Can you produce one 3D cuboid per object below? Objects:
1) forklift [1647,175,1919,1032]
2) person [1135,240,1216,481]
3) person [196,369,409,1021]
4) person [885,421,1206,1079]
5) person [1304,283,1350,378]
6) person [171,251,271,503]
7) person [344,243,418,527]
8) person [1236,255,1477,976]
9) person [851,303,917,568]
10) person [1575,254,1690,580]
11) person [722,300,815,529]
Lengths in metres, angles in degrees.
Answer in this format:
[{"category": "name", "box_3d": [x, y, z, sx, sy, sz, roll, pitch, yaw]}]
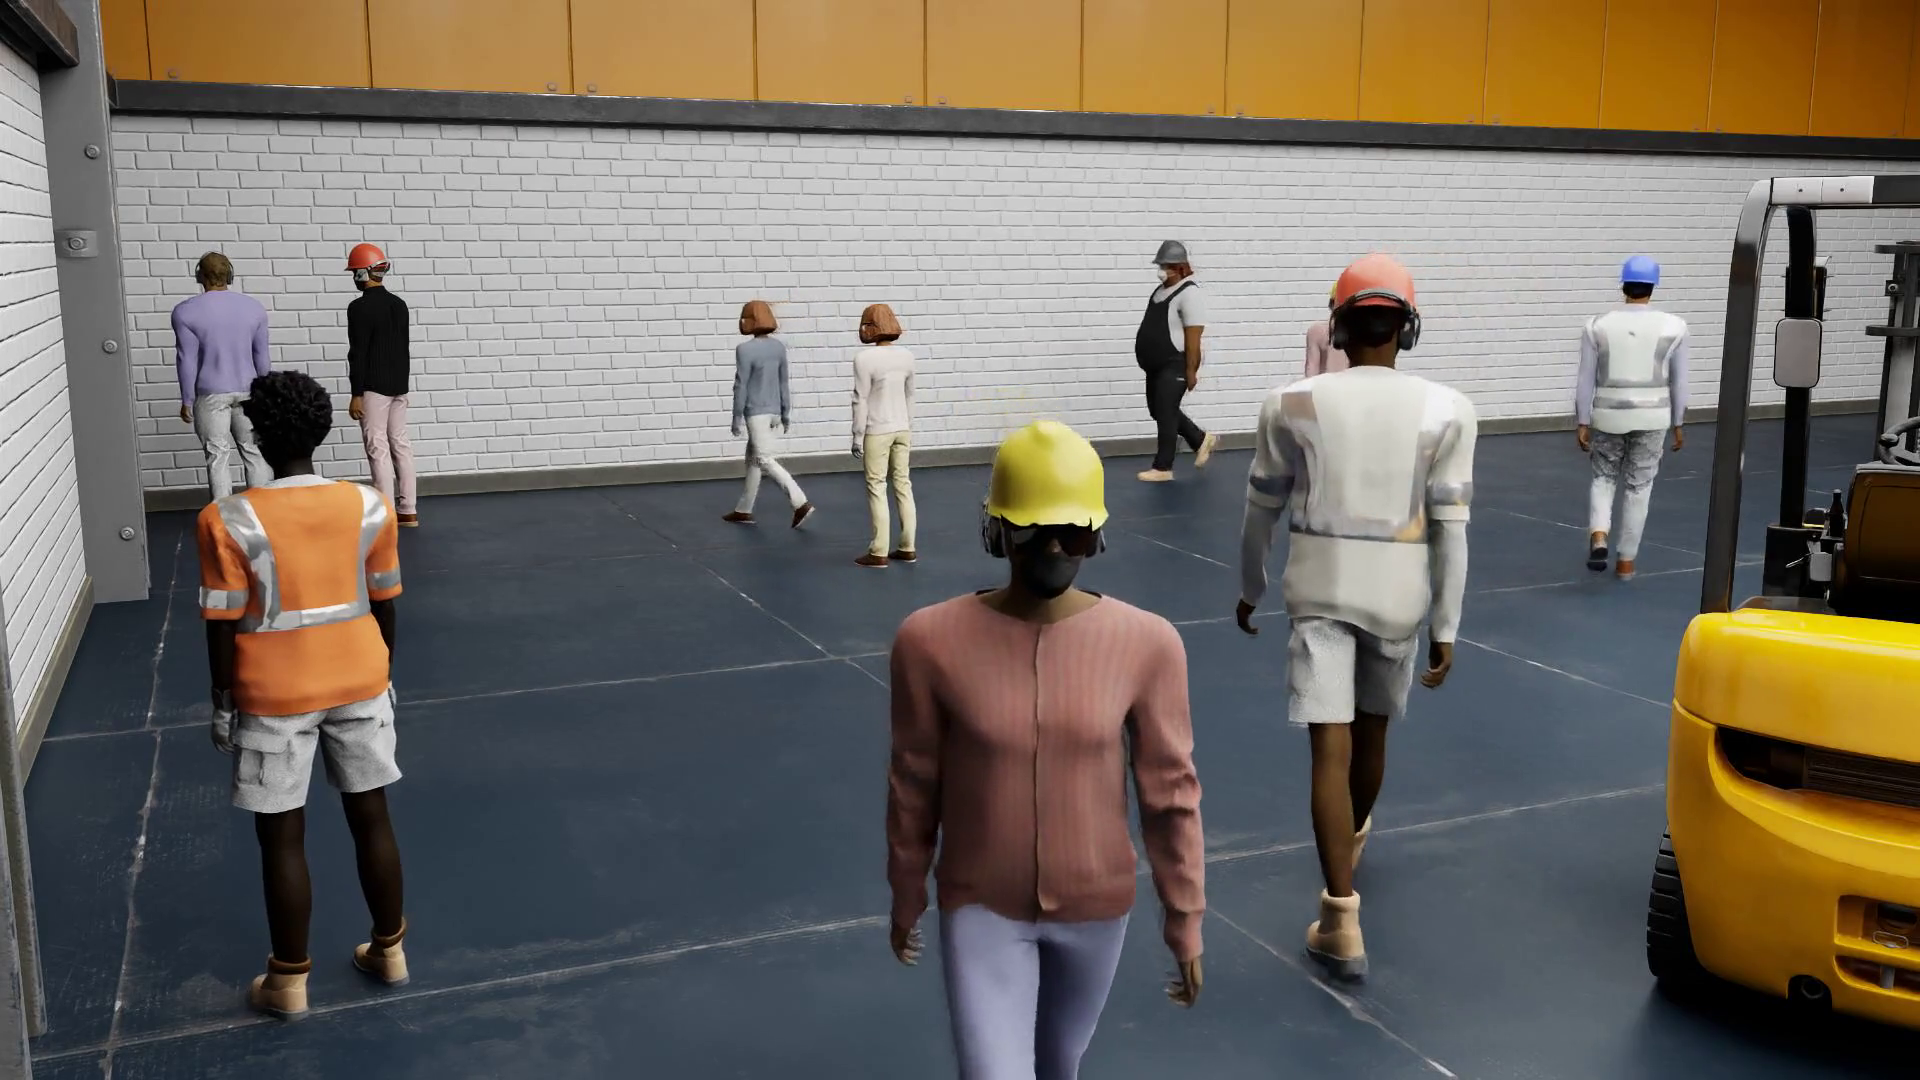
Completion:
[{"category": "forklift", "box_3d": [2.810, 0.094, 4.662, 1.214, 2.155, 2.313, 7, 12, 34]}, {"category": "person", "box_3d": [1.829, -1.515, 13.953, 0.734, 2.000, 0.689, -3, 11, -16]}, {"category": "person", "box_3d": [-1.702, 0.401, 4.366, 0.321, 1.689, 0.531, 10, 14, 43]}, {"category": "person", "box_3d": [0.151, 0.648, 2.910, 0.540, 1.708, 0.923, -1, 10, -6]}, {"category": "person", "box_3d": [2.836, -1.067, 12.391, 0.541, 1.716, 0.925, 2, 10, 10]}, {"category": "person", "box_3d": [-4.969, -0.972, 11.240, 0.373, 1.940, 0.630, 10, 14, 43]}, {"category": "person", "box_3d": [-4.023, -1.043, 11.505, 0.402, 1.988, 0.613, 3, 11, 14]}, {"category": "person", "box_3d": [1.134, 0.171, 4.843, 0.643, 1.976, 1.087, 2, 10, 10]}, {"category": "person", "box_3d": [-0.473, -0.645, 10.308, 0.286, 1.625, 0.496, 9, 14, 41]}, {"category": "person", "box_3d": [3.970, -0.716, 9.832, 0.617, 1.929, 0.455, 5, 12, 27]}, {"category": "person", "box_3d": [-1.350, -0.877, 11.641, 0.815, 1.602, 0.503, 6, 12, 28]}]
